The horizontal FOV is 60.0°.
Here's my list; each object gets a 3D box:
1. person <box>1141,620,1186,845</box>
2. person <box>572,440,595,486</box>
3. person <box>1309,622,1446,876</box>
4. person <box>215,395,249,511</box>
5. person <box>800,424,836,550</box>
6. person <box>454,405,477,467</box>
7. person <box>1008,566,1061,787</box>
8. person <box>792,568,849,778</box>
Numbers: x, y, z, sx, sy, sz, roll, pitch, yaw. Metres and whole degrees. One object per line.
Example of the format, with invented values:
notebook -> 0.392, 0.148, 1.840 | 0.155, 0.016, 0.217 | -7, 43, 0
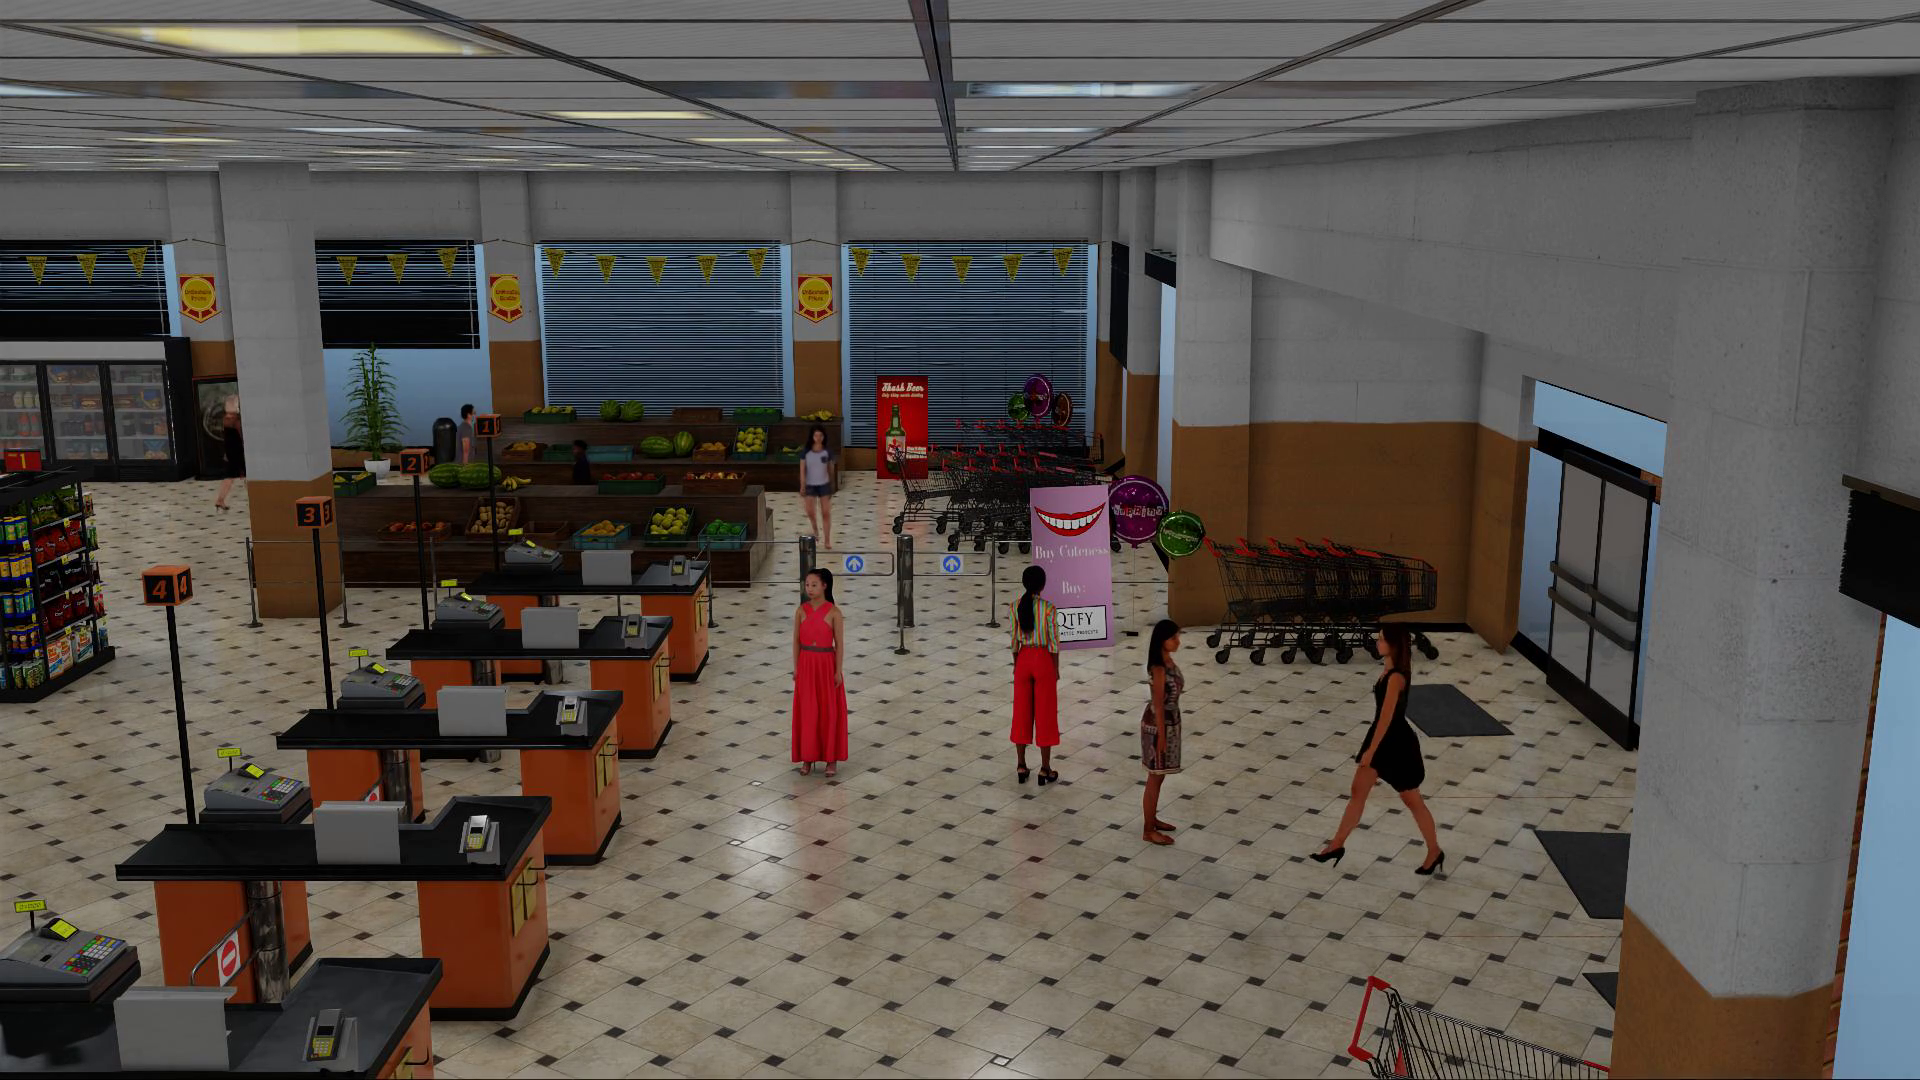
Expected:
person -> 1.472, 1.384, 12.213 | 0.601, 1.642, 0.693 | 3, 12, 12
person -> -5.242, -0.787, 23.470 | 0.777, 1.254, 0.651 | -3, 12, -12
person -> 3.045, 1.494, 11.360 | 1.160, 1.779, 0.663 | 1, 12, 6
person -> -10.763, -1.241, 24.539 | 1.073, 1.700, 1.095 | 10, 15, 39
person -> -1.900, -0.717, 22.099 | 0.662, 1.680, 0.728 | -3, 12, -12
person -> -7.044, -1.026, 23.437 | 0.904, 1.733, 0.805 | -4, 13, -19
person -> 0.599, 1.075, 13.316 | 0.594, 1.793, 0.728 | 5, 13, 22
person -> -1.144, 1.072, 13.490 | 0.594, 1.726, 0.734 | 3, 12, 15
